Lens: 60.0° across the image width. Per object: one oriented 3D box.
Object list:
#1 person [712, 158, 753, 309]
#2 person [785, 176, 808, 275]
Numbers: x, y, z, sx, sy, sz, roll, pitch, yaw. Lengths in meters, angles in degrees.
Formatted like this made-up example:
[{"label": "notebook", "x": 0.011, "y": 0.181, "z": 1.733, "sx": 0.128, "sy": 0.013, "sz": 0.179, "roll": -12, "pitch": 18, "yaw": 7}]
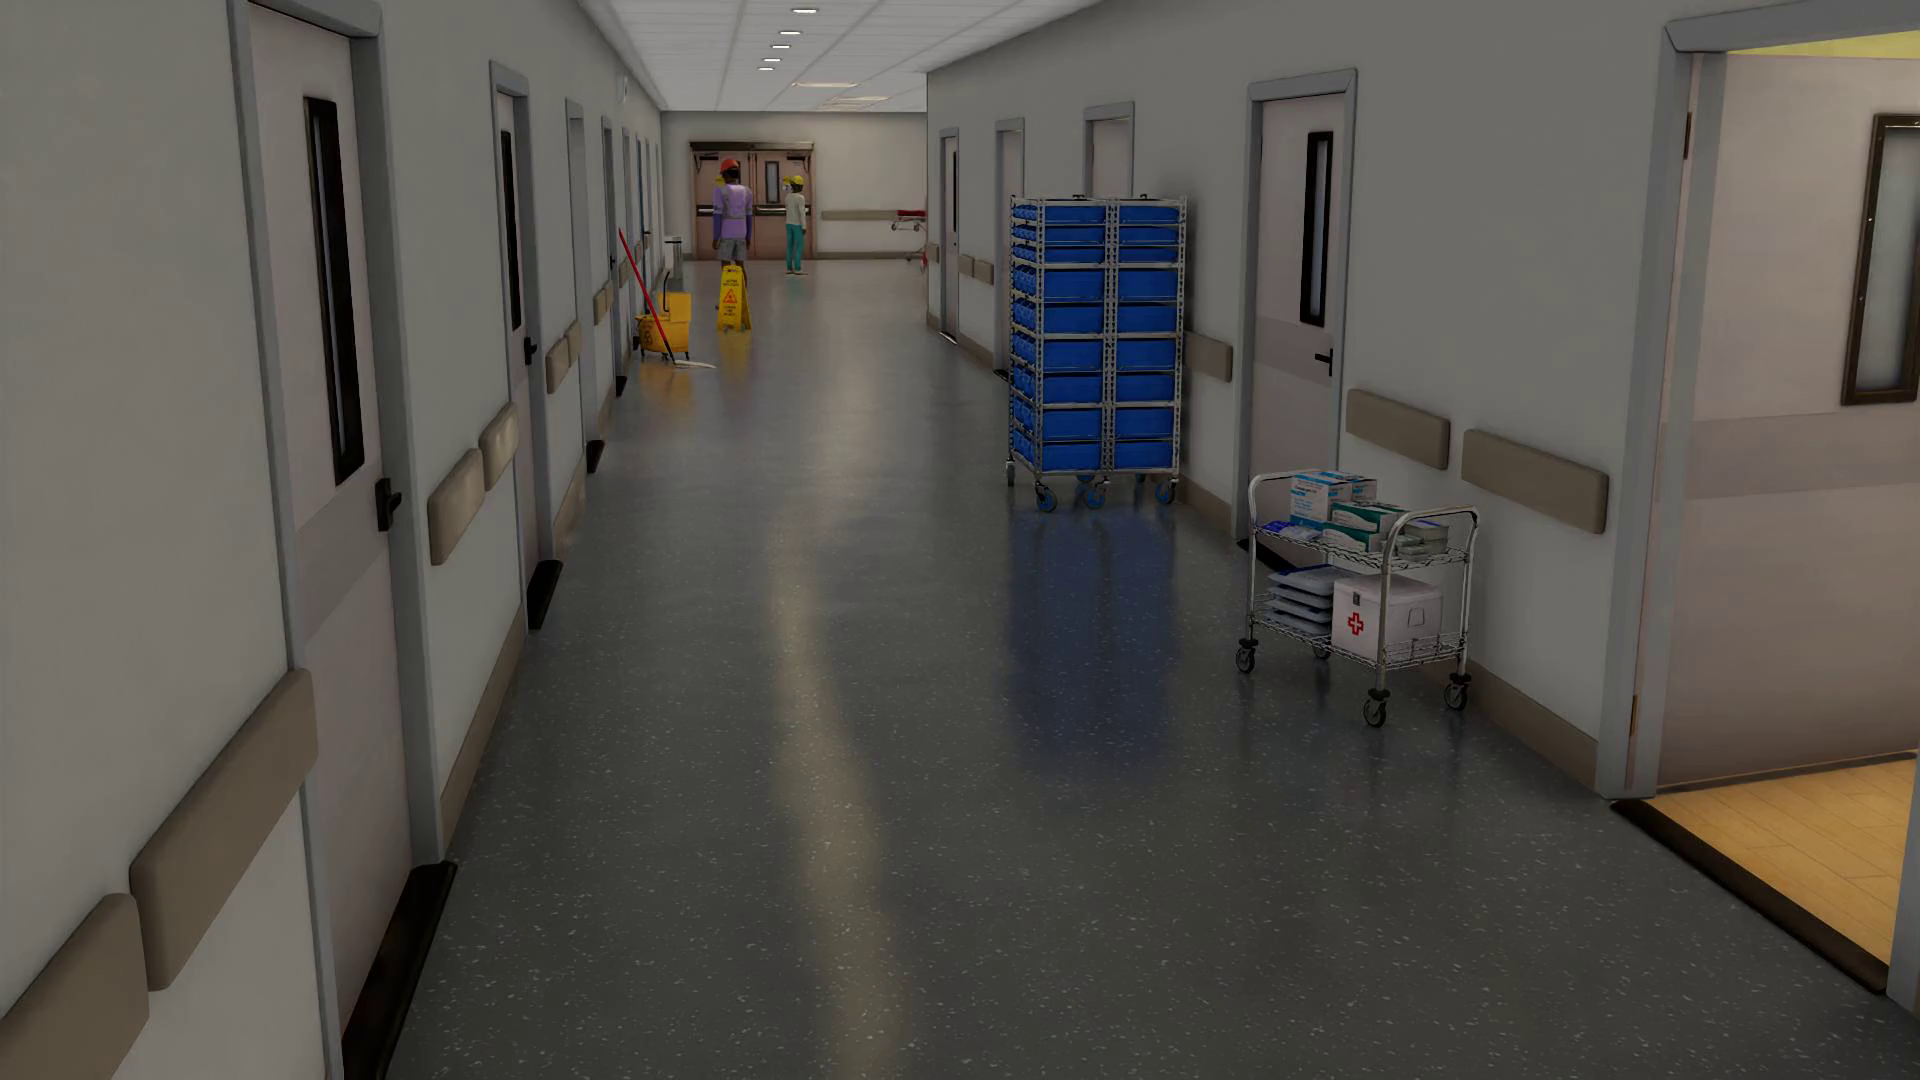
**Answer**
[{"label": "person", "x": -3.106, "y": -4.151, "z": 22.622, "sx": 0.618, "sy": 2.028, "sz": 0.409, "roll": -11, "pitch": 17, "yaw": -41}, {"label": "person", "x": -2.937, "y": -5.650, "z": 29.882, "sx": 0.343, "sy": 1.757, "sz": 0.519, "roll": -12, "pitch": 17, "yaw": -42}]
